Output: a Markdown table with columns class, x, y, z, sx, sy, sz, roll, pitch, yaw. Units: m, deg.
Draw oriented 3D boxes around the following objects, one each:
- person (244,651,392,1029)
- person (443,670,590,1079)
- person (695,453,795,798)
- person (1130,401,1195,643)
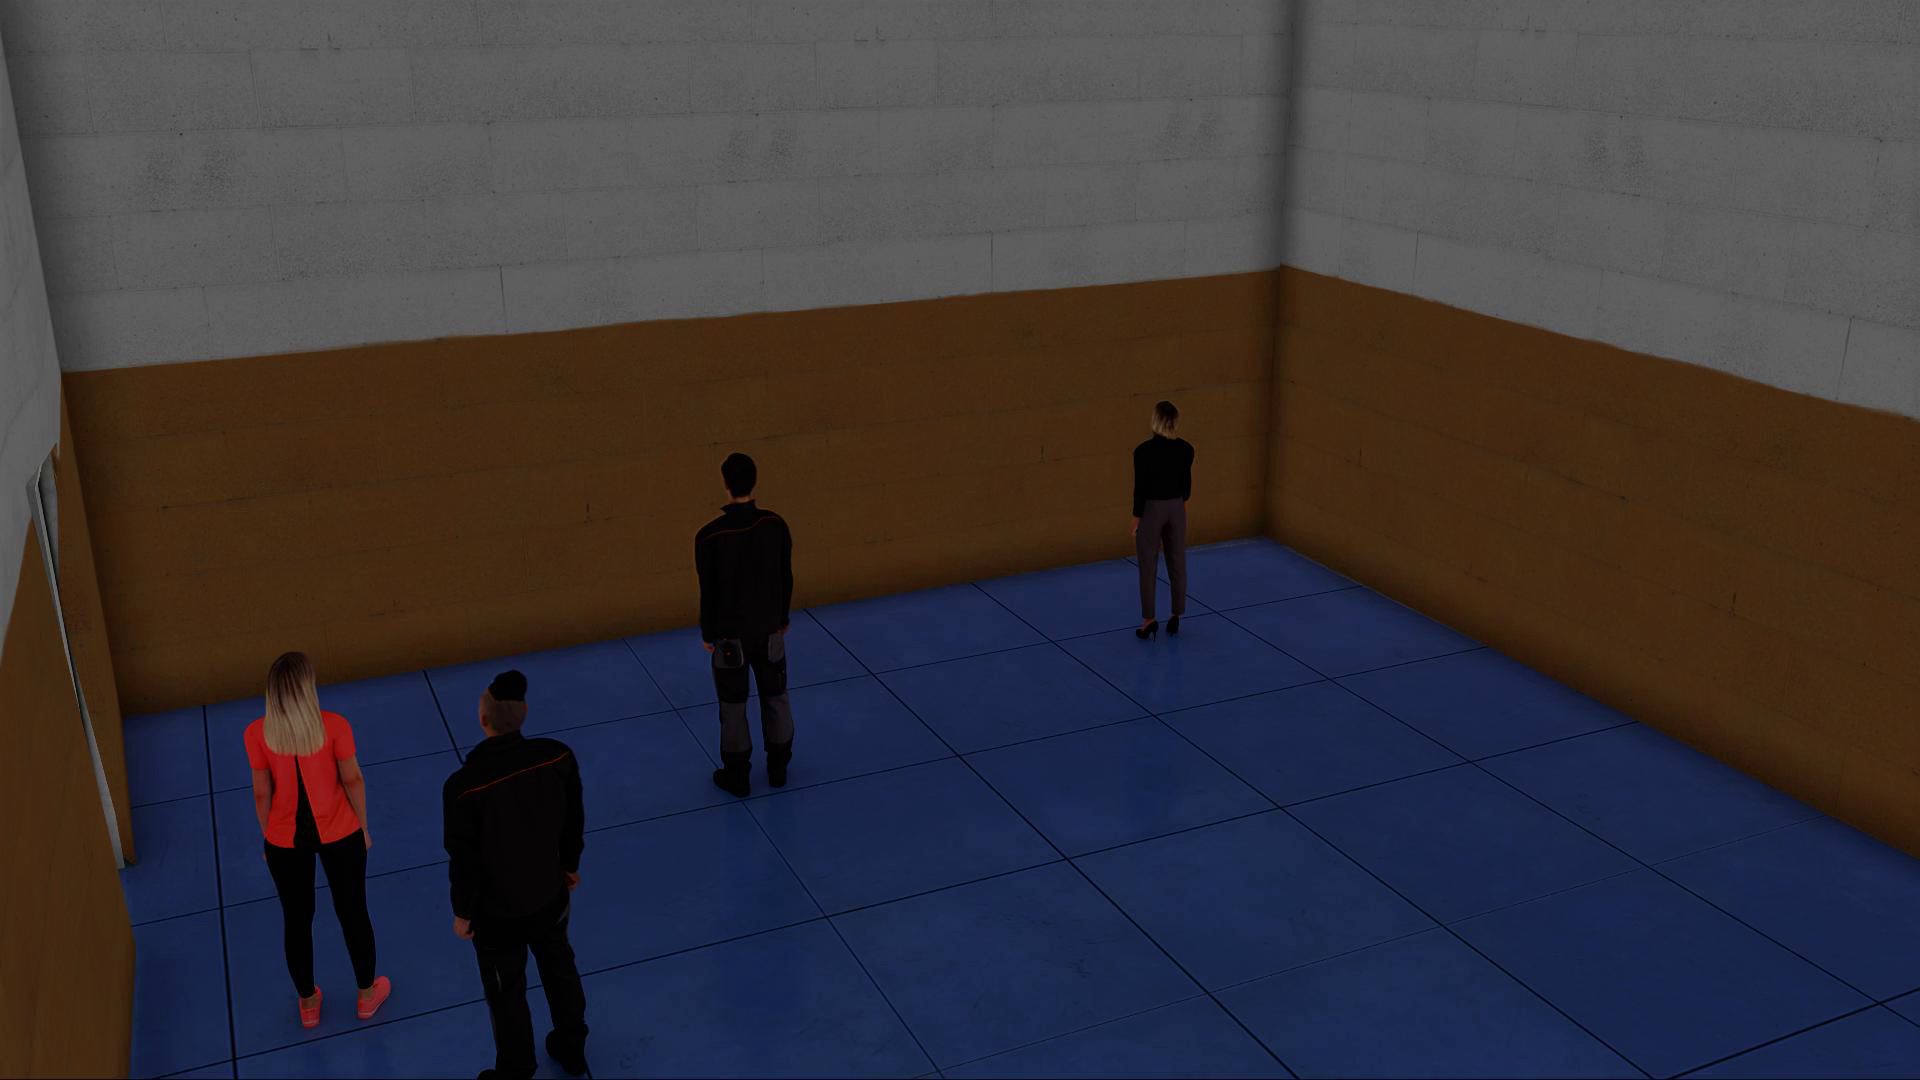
| class | x | y | z | sx | sy | sz | roll | pitch | yaw |
| --- | --- | --- | --- | --- | --- | --- | --- | --- | --- |
| person | -2.759 | 1.273 | 7.096 | 0.542 | 1.693 | 0.702 | -4 | 19 | -11 |
| person | -1.739 | 1.353 | 6.560 | 0.904 | 1.860 | 0.717 | 16 | 25 | 40 |
| person | -1.167 | 0.458 | 9.117 | 0.533 | 1.946 | 0.763 | -10 | 21 | -27 |
| person | 1.368 | -0.124 | 11.274 | 0.493 | 1.672 | 0.670 | -6 | 20 | -19 |
